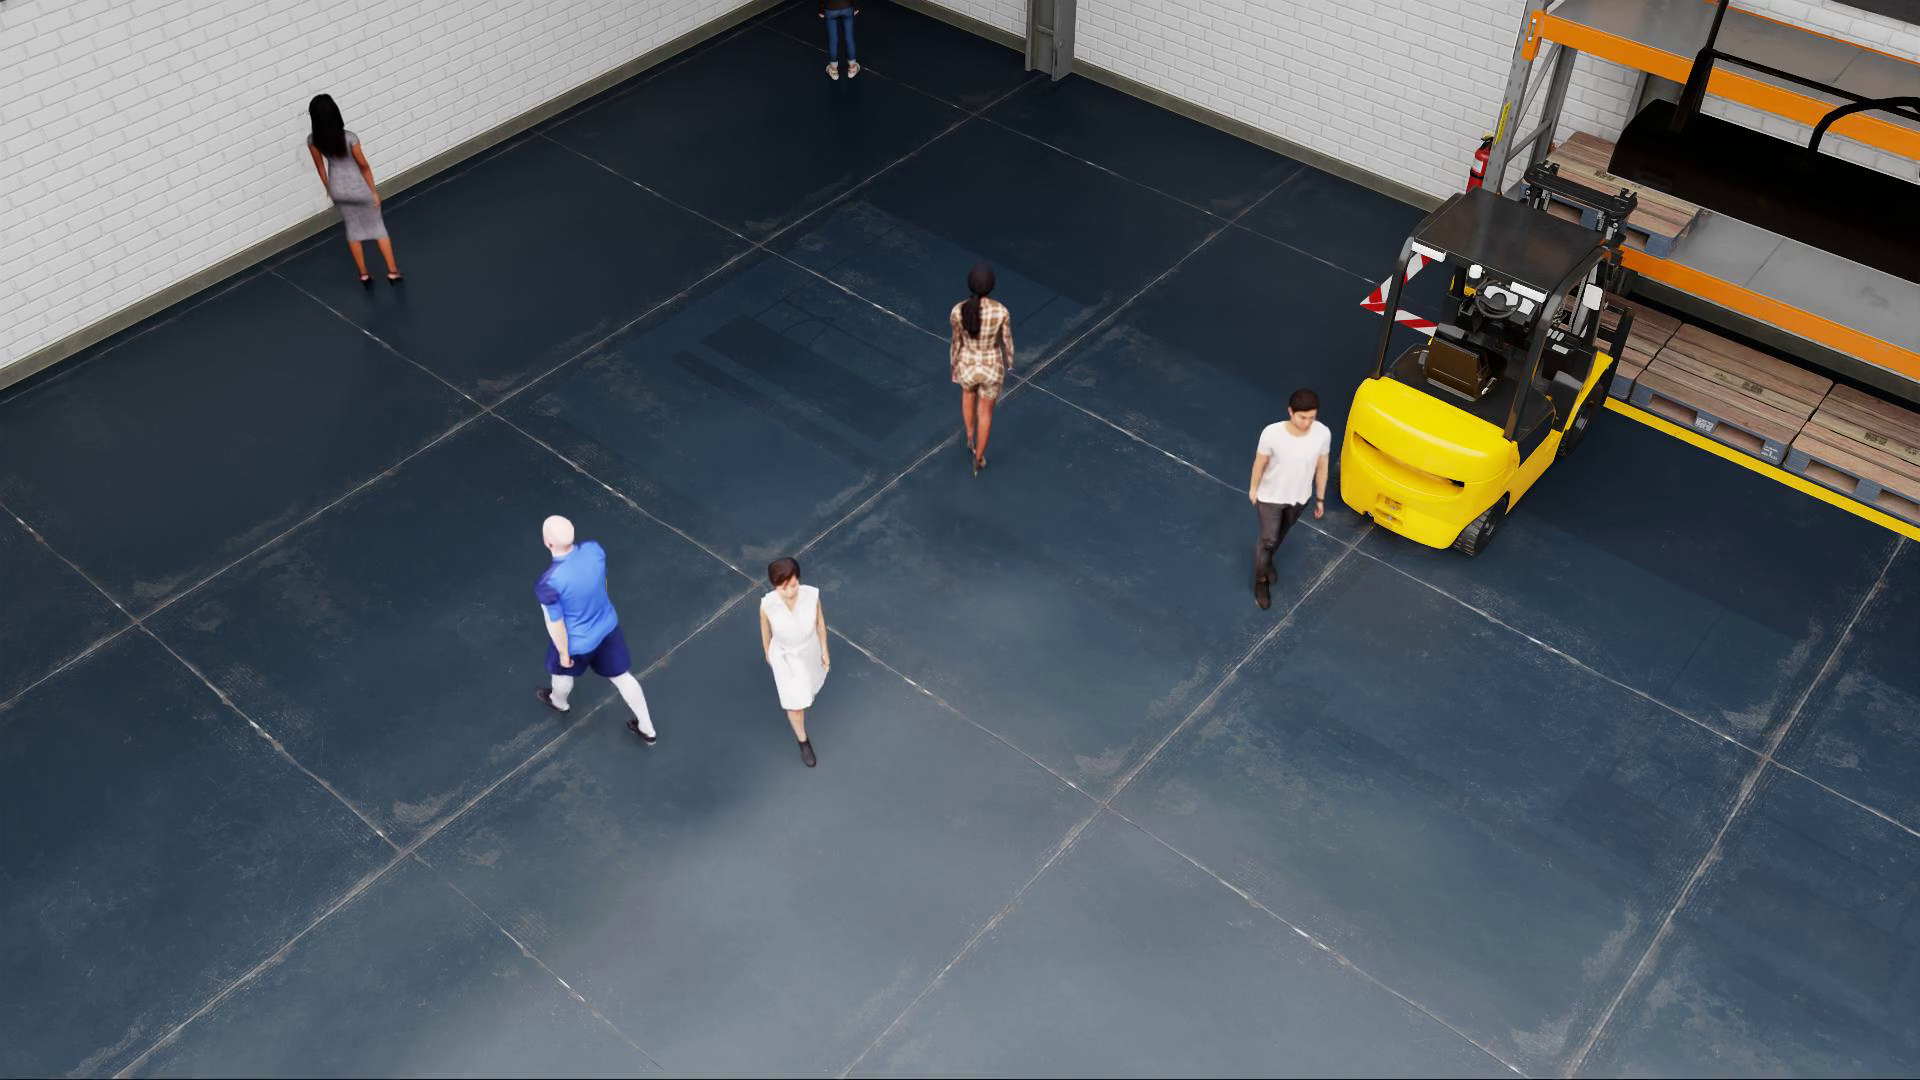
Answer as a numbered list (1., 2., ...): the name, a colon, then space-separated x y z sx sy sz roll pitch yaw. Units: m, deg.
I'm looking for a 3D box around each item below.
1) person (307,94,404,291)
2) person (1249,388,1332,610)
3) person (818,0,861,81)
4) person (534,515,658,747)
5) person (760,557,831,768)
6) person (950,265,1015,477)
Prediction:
1. person: -5.008 -2.816 13.646 0.659 1.777 0.739 0 44 0
2. person: 2.166 -0.390 11.153 0.837 1.703 0.903 -6 44 -7
3. person: -1.198 -5.278 16.443 0.642 1.483 0.683 -8 44 -8
4. person: -2.200 0.590 10.056 1.124 1.796 0.661 30 51 27
5. person: -1.010 0.641 10.196 0.864 1.530 1.068 -14 45 -15
6. person: 0.139 -1.151 11.895 0.719 1.782 0.785 8 44 8
